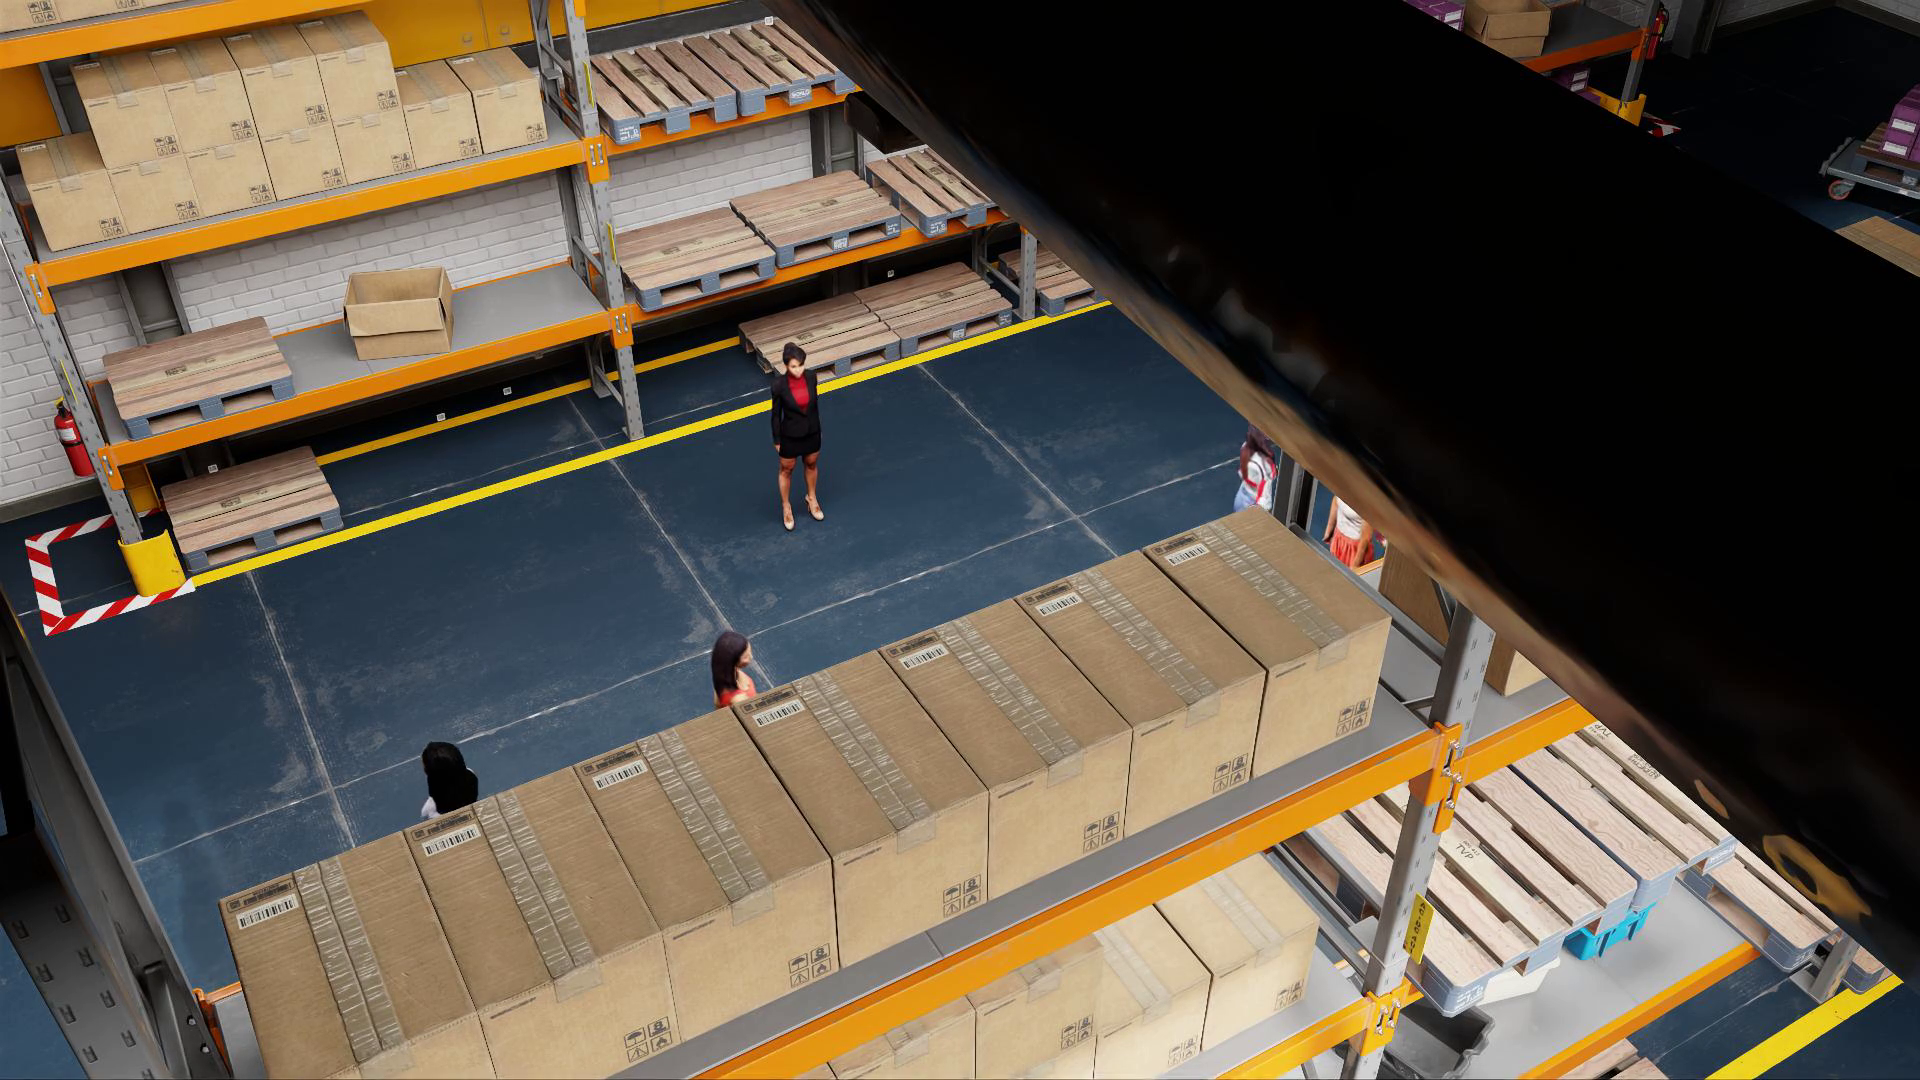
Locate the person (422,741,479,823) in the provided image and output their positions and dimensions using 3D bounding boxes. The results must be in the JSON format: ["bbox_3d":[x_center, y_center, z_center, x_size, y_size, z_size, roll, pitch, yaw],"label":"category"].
[{"bbox_3d":[-2.775,1.849,9.652,0.902,1.716,0.841,8,39,10],"label":"person"}]

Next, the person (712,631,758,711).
[{"bbox_3d":[-1.378,1.262,10.383,0.514,1.721,0.570,-20,43,-24],"label":"person"}]

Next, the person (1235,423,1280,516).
[{"bbox_3d":[2.109,-0.243,12.366,0.894,1.598,0.705,-11,40,-13],"label":"person"}]

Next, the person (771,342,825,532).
[{"bbox_3d":[-1.266,-0.809,13.042,0.551,1.639,0.623,-17,42,-20],"label":"person"}]
